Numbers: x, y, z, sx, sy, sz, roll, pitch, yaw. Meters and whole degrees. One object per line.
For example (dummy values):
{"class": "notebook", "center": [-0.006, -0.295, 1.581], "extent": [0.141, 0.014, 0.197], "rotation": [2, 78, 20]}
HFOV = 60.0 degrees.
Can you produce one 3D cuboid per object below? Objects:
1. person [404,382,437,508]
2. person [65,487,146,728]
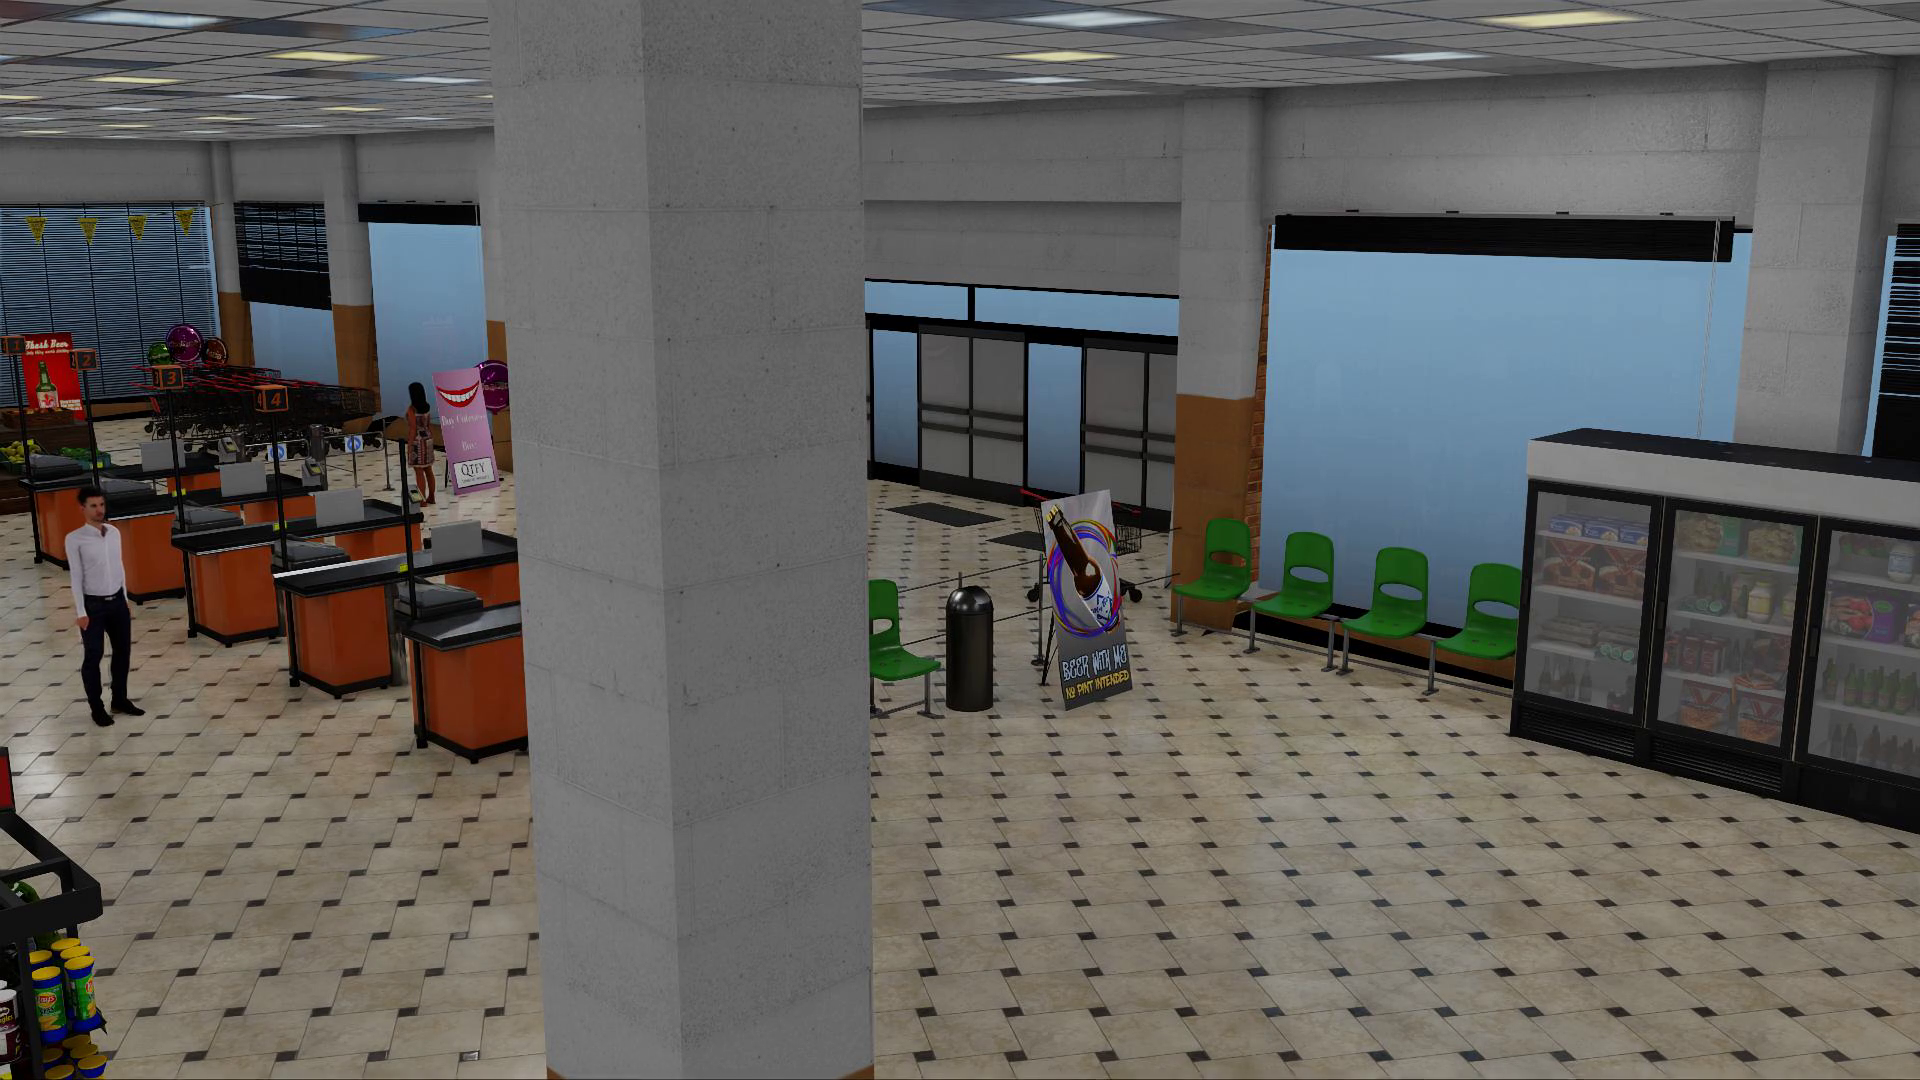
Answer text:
{"class": "person", "center": [-7.140, -1.271, 21.998], "extent": [0.784, 1.645, 0.641], "rotation": [4, 12, 17]}
{"class": "person", "center": [-6.758, 0.490, 13.077], "extent": [0.750, 1.874, 0.621], "rotation": [6, 13, 28]}
